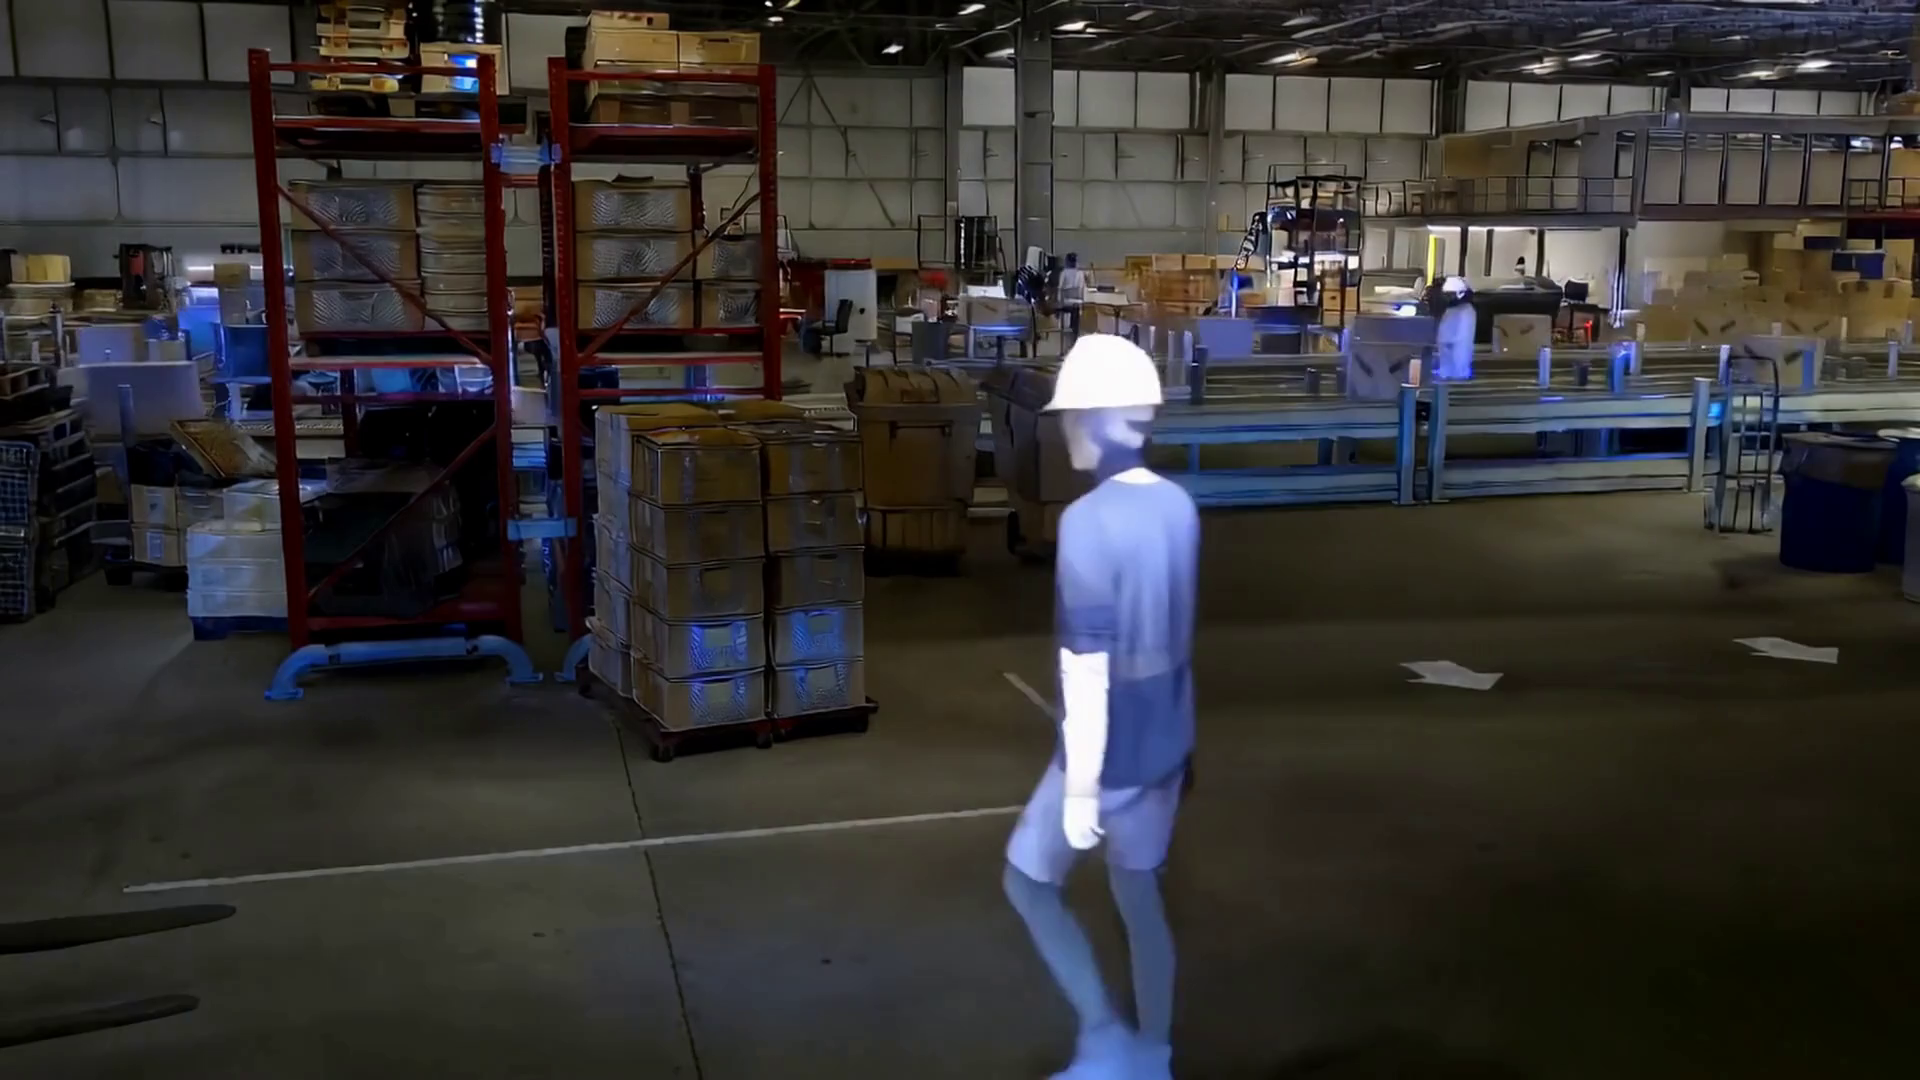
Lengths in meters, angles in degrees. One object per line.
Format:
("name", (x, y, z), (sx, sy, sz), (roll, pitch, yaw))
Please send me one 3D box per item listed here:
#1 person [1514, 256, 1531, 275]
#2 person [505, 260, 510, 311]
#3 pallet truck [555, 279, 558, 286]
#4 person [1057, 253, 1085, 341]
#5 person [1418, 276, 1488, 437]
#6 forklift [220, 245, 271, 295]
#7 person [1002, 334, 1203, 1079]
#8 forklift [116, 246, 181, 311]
("person", (16.722, -7.539, 49.571), (0.513, 1.846, 0.340), (-1, 10, -5))
("person", (-9.857, -5.158, 36.064), (0.988, 1.854, 0.669), (-4, 11, -22))
("pallet truck", (-10.604, -6.375, 44.520), (0.653, 1.274, 1.630), (-3, 10, -15))
("person", (2.400, -5.213, 36.039), (0.660, 1.963, 1.063), (4, 11, 22))
("person", (5.478, -1.992, 18.291), (0.805, 1.803, 0.595), (-2, 10, -12))
("forklift", (-17.749, -6.334, 41.440), (1.157, 1.987, 2.680), (-3, 10, -17))
("person", (0.347, 0.474, 3.984), (0.471, 1.916, 0.580), (7, 12, 35))
("forklift", (-19.966, -6.232, 40.894), (1.157, 1.987, 2.680), (-3, 10, -15))
